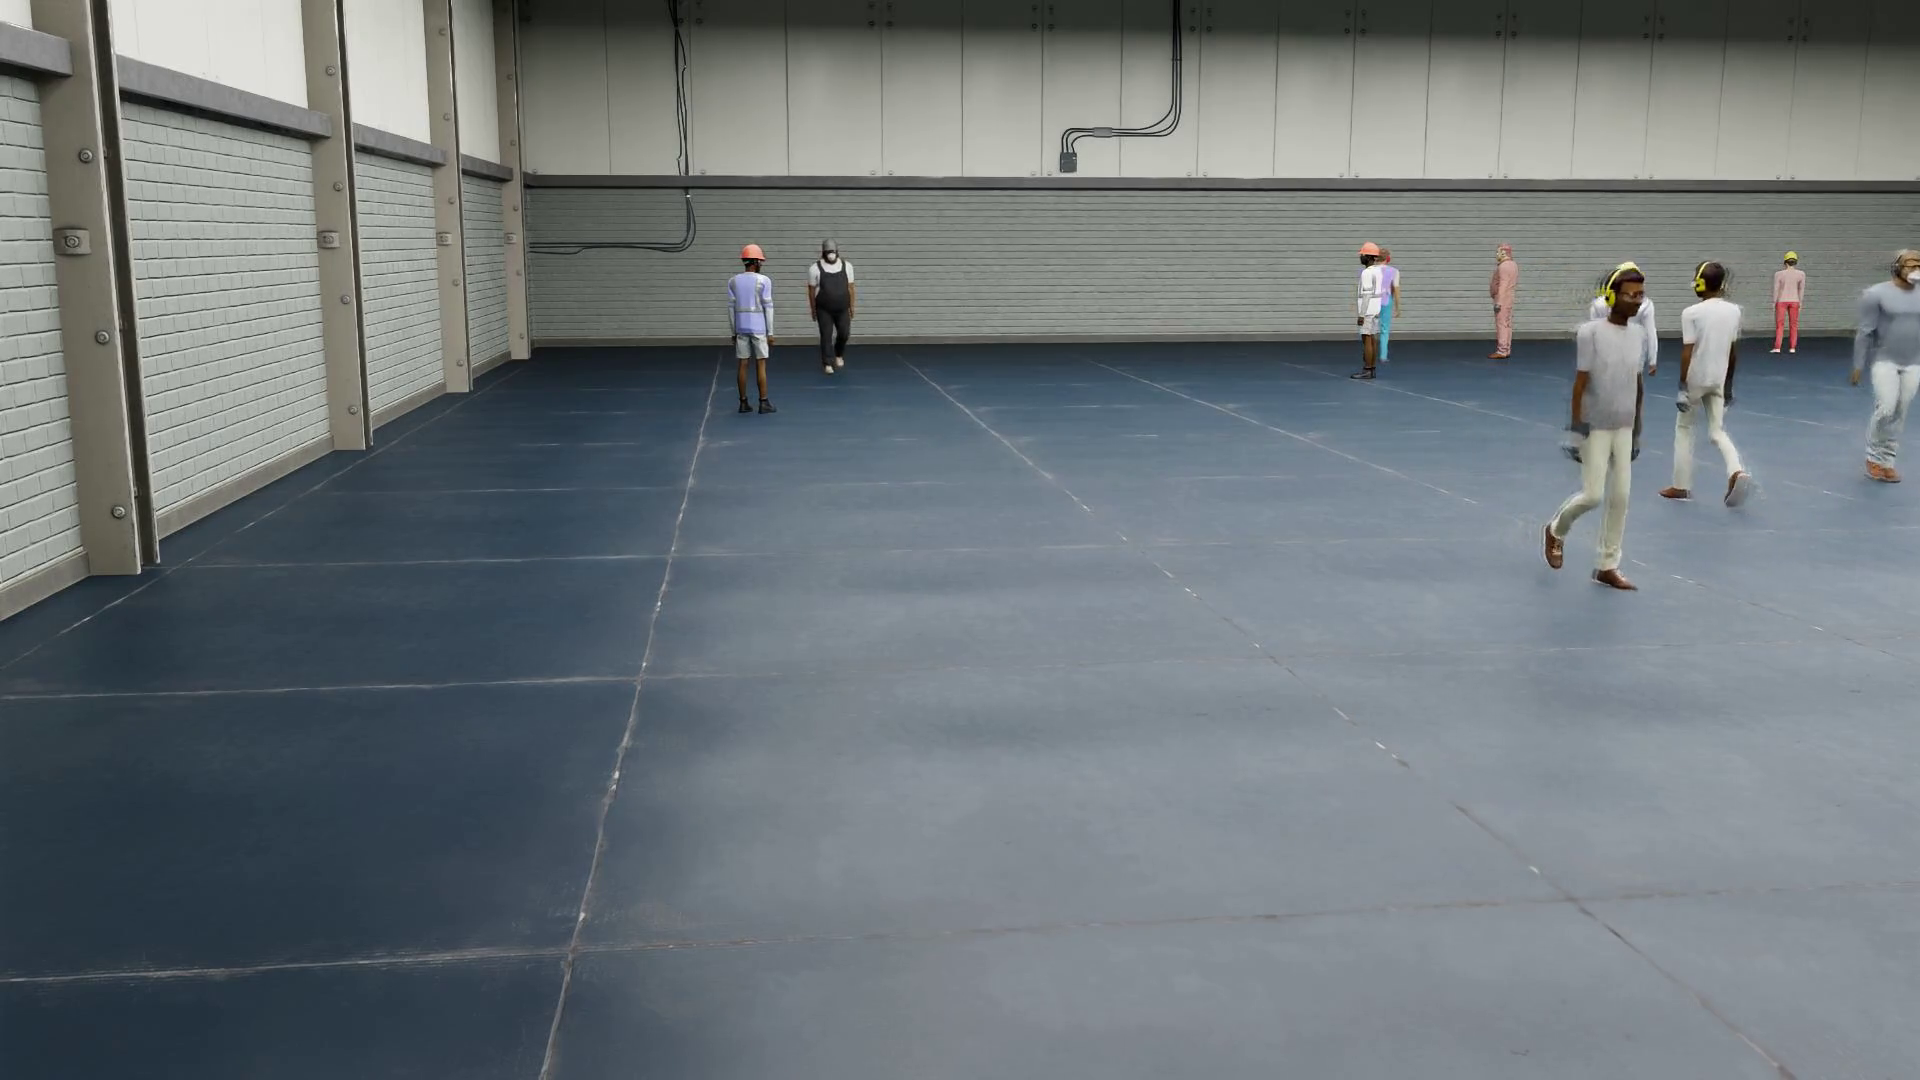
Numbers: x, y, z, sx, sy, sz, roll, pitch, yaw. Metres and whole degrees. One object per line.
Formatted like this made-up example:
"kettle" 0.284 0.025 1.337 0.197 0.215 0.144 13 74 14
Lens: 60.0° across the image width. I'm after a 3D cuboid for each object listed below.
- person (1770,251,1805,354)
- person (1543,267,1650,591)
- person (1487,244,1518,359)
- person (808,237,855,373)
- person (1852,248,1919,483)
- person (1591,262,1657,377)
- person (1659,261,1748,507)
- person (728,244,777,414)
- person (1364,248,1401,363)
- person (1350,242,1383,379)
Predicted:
"person" 14.365 -4.115 28.885 0.525 1.769 0.309 1 10 7
"person" 3.725 -0.652 9.662 0.539 1.855 0.580 -3 11 -18
"person" 9.040 -3.976 27.743 0.406 1.904 0.654 7 12 33
"person" -1.912 -3.503 24.775 0.695 2.000 0.621 -3 11 -15
"person" 7.706 -1.415 13.645 0.660 1.923 0.473 0 10 -1
"person" 6.379 -1.777 16.031 0.618 1.784 0.950 8 13 39
"person" 5.653 -1.173 12.535 0.522 1.843 0.809 -2 11 -11
"person" -2.383 -2.416 19.112 0.545 1.933 0.376 4 11 20
"person" 6.777 -3.759 26.749 0.575 1.839 0.454 7 12 32
"person" 5.808 -3.260 23.714 0.352 1.942 0.545 6 12 30
